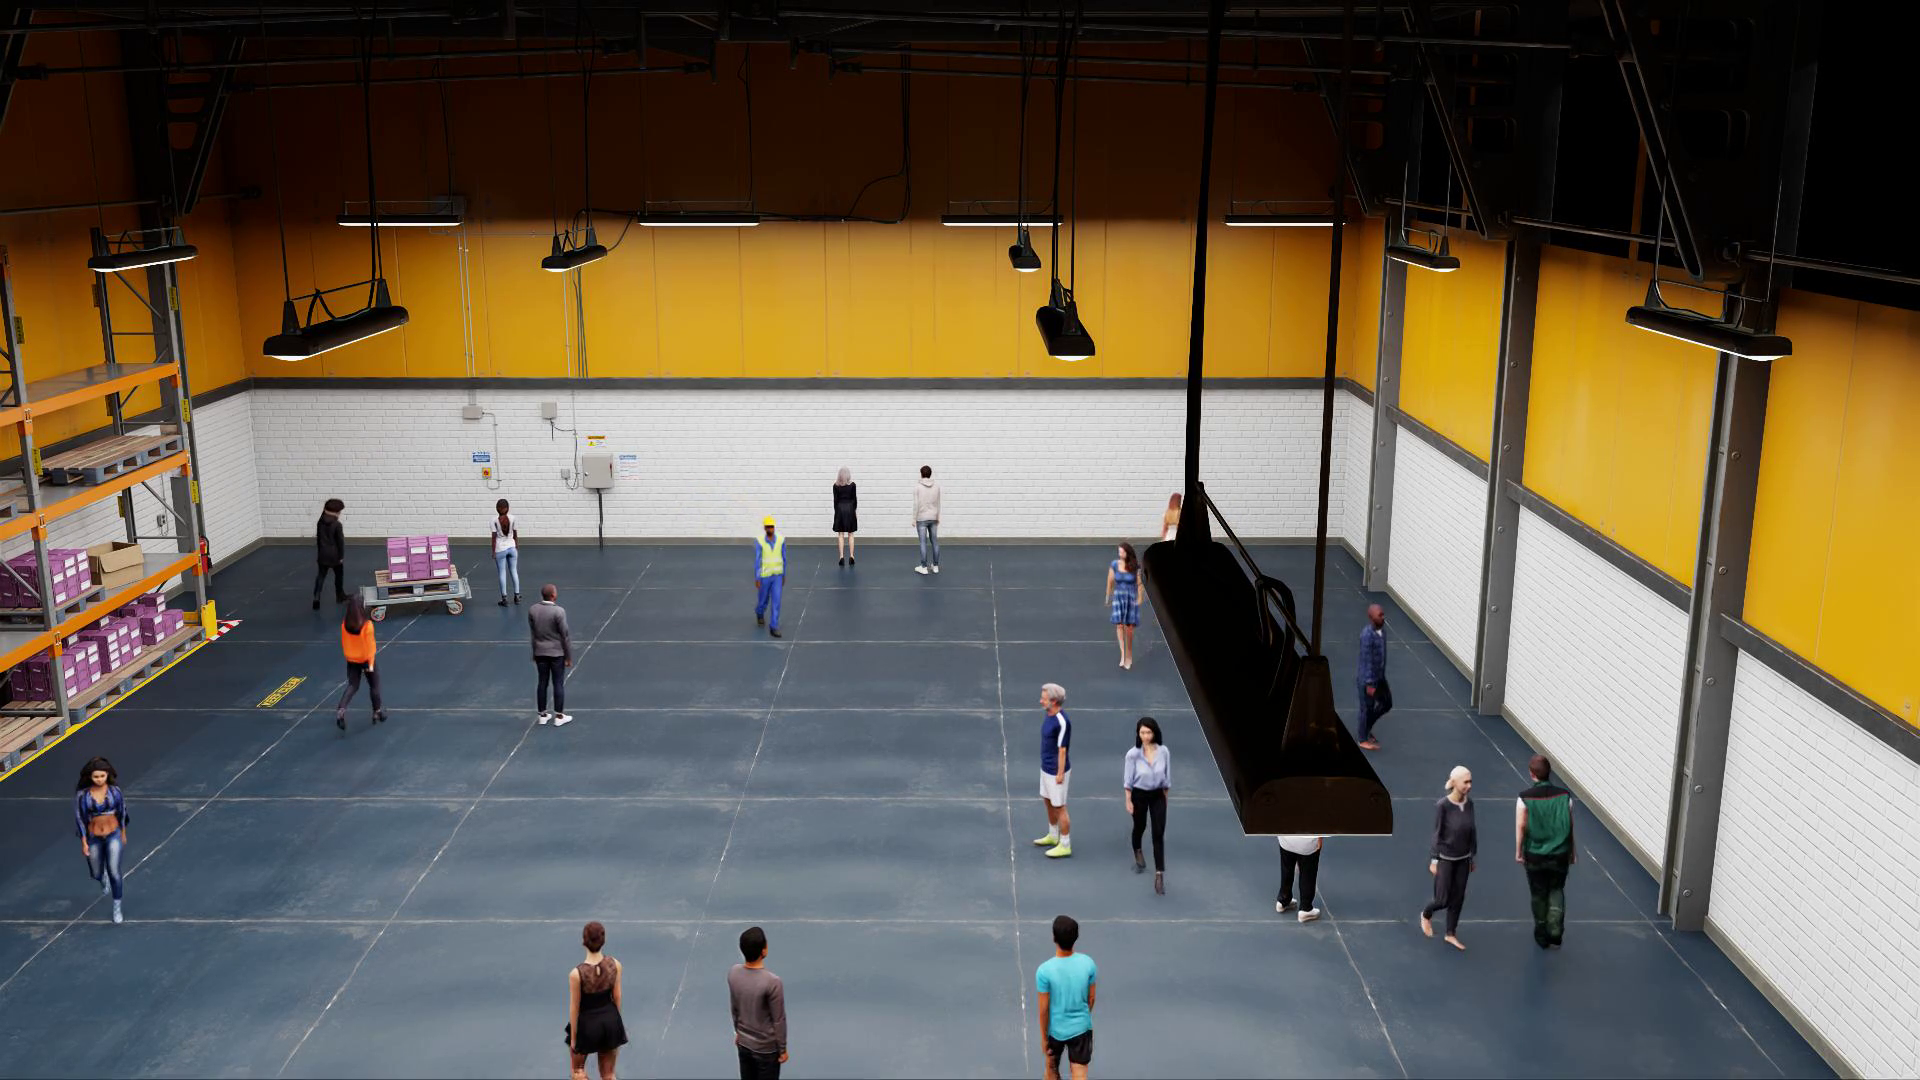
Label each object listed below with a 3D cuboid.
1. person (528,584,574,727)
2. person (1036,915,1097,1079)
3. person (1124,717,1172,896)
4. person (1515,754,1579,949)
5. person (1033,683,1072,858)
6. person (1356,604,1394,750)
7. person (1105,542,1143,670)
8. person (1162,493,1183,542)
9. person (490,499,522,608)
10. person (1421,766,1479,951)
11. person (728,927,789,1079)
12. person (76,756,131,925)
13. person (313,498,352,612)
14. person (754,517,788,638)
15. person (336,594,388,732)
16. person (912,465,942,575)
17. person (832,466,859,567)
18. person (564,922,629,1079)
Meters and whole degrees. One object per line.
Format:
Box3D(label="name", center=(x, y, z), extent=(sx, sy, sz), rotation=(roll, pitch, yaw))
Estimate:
Box3D(label="person", center=(-5.160, 1.440, 20.911), extent=(0.768, 1.814, 0.679), rotation=(3, 14, 14))
Box3D(label="person", center=(0.817, 3.628, 12.060), extent=(0.762, 1.727, 1.220), rotation=(-3, 14, -11))
Box3D(label="person", center=(1.829, 2.576, 16.490), extent=(0.741, 1.688, 1.181), rotation=(-2, 14, -8))
Box3D(label="person", center=(5.299, 2.868, 15.019), extent=(0.759, 1.813, 0.796), rotation=(3, 14, 12))
Box3D(label="person", center=(0.985, 2.347, 17.123), extent=(0.752, 1.834, 0.591), rotation=(-4, 14, -18))
Box3D(label="person", center=(4.906, 1.641, 20.099), extent=(0.850, 1.807, 0.791), rotation=(13, 19, 43))
Box3D(label="person", center=(2.327, 0.899, 23.199), extent=(0.814, 1.790, 0.868), rotation=(6, 15, 24))
Box3D(label="person", center=(3.435, 0.113, 26.744), extent=(0.982, 1.649, 1.222), rotation=(8, 16, 29))
Box3D(label="person", center=(-7.185, 0.183, 26.307), extent=(0.672, 1.719, 0.705), rotation=(-10, 17, -35))
Box3D(label="person", center=(4.457, 2.867, 15.225), extent=(0.768, 1.718, 0.818), rotation=(-6, 15, -22))
Box3D(label="person", center=(-1.465, 3.627, 11.981), extent=(0.705, 1.766, 0.716), rotation=(6, 15, 23))
Box3D(label="person", center=(-8.089, 2.813, 15.699), extent=(0.829, 1.599, 0.958), rotation=(-7, 15, -28))
Box3D(label="person", center=(-9.900, 0.244, 26.020), extent=(0.831, 1.734, 1.183), rotation=(1, 14, 4))
Box3D(label="person", center=(-2.840, 0.522, 24.748), extent=(0.907, 1.793, 1.118), rotation=(-5, 15, -21))
Box3D(label="person", center=(-7.507, 1.545, 20.662), extent=(0.841, 1.728, 1.133), rotation=(4, 14, 18))
Box3D(label="person", center=(-0.558, -0.356, 28.247), extent=(0.756, 1.852, 0.742), rotation=(-7, 15, -27))
Box3D(label="person", center=(-1.984, -0.430, 28.777), extent=(0.628, 1.747, 0.598), rotation=(-2, 14, -7))
Box3D(label="person", center=(-2.634, 3.624, 12.211), extent=(0.782, 1.664, 0.859), rotation=(-9, 16, -33))
